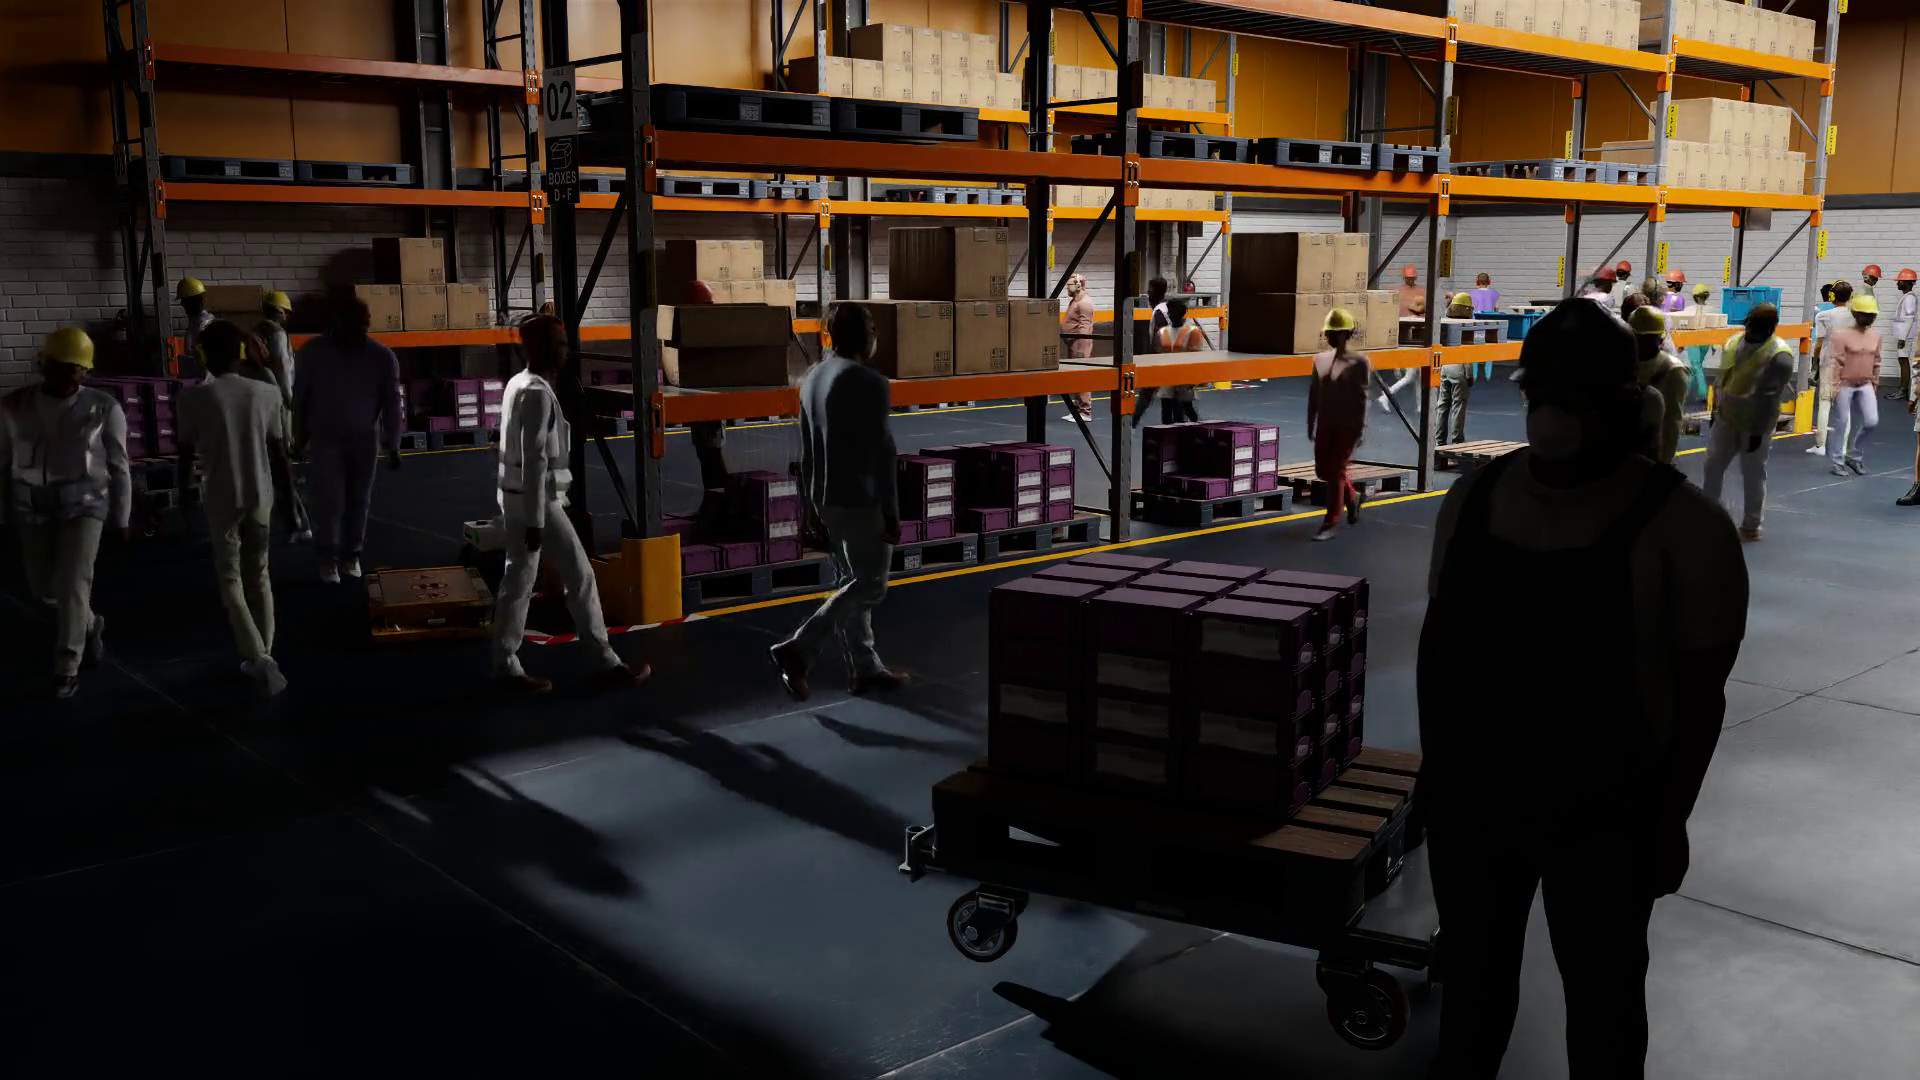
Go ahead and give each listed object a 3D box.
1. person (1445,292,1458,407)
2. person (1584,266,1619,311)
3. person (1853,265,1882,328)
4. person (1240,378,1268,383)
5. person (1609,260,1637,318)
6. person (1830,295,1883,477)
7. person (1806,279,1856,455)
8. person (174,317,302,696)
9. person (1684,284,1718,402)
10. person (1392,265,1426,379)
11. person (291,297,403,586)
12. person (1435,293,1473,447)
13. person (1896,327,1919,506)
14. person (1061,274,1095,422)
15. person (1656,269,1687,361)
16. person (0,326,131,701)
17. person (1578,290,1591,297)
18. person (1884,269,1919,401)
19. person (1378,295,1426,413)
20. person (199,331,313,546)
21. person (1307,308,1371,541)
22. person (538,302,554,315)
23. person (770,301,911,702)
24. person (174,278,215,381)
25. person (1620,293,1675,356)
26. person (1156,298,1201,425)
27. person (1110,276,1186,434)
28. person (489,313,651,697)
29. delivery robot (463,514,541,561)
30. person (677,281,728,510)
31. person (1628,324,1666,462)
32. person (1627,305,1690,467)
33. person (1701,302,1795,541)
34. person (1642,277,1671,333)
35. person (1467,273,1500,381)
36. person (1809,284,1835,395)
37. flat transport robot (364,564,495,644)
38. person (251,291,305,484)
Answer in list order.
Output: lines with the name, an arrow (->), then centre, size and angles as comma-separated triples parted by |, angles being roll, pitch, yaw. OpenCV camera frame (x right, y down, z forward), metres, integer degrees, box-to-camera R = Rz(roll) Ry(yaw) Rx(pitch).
person -> 6.971, -2.693, 23.563 | 0.331, 1.621, 0.602 | 2, 10, 10
person -> 7.951, -2.404, 20.750 | 0.870, 1.990, 0.627 | -3, 10, -20
person -> 14.435, -3.388, 26.540 | 0.401, 1.984, 0.612 | 7, 12, 37
person -> 4.959, -3.595, 27.982 | 0.640, 1.909, 0.407 | 1, 10, 5
person -> 11.433, -3.802, 28.777 | 0.361, 2.048, 0.611 | -6, 12, -33
person -> 8.607, -1.473, 16.011 | 0.539, 1.749, 0.403 | -1, 10, -3
person -> 9.347, -1.835, 17.772 | 0.513, 1.876, 0.328 | 1, 10, 5
person -> -3.473, -0.154, 8.063 | 0.580, 1.844, 0.745 | -8, 13, -40
person -> 10.812, -2.890, 24.415 | 0.526, 1.714, 0.948 | -1, 10, -7
person -> 7.668, -3.709, 28.443 | 0.638, 1.972, 0.440 | 1, 10, 3
person -> -3.981, -0.643, 10.833 | 0.670, 1.860, 0.658 | -4, 11, -24
person -> 5.339, -1.779, 17.848 | 0.307, 1.736, 0.484 | -5, 11, -27
person -> 8.253, -1.224, 13.994 | 0.350, 1.942, 0.547 | -6, 11, -31
person -> 1.502, -2.461, 21.380 | 0.402, 1.901, 0.647 | -1, 10, -8
person -> 10.099, -2.869, 23.640 | 0.356, 1.937, 0.552 | -3, 10, -18
person -> -4.408, -0.154, 8.193 | 0.602, 1.786, 0.781 | -1, 10, -9
person -> 9.765, -3.158, 26.300 | 0.827, 1.603, 0.517 | 0, 10, -1
person -> 13.894, -3.019, 24.511 | 0.364, 1.939, 0.542 | 5, 11, 28
person -> 6.077, -2.506, 22.491 | 0.762, 1.608, 0.509 | 1, 10, 4
person -> -5.114, -0.709, 12.026 | 0.882, 1.584, 0.517 | -9, 13, -42
person -> 2.893, -0.878, 12.566 | 0.680, 1.744, 0.529 | -8, 13, -41
person -> -4.488, -1.789, 18.233 | 0.498, 1.629, 0.276 | 9, 13, 43
person -> -0.566, -0.164, 7.861 | 0.747, 1.924, 0.639 | -7, 12, -34
person -> -7.222, -1.528, 15.843 | 0.378, 1.918, 0.585 | -4, 10, -22
person -> 5.221, -0.998, 12.983 | 0.624, 1.838, 0.430 | 5, 11, 25
person -> 2.380, -1.792, 18.067 | 0.538, 1.680, 0.641 | 6, 11, 32
person -> 2.243, -2.142, 19.539 | 0.971, 1.874, 0.625 | 1, 10, 9
person -> -1.913, -0.165, 8.065 | 0.886, 1.848, 0.578 | -5, 11, -27
delivery robot -> -2.828, -0.027, 10.767 | 0.707, 0.478, 0.477 | -6, 11, -29
person -> -2.006, -1.042, 12.952 | 0.377, 1.932, 0.552 | -6, 11, -29
person -> 3.277, -0.189, 8.318 | 0.857, 1.818, 0.518 | -8, 13, -39
person -> 4.273, -0.576, 10.573 | 0.699, 1.806, 0.617 | -5, 11, -25
person -> 5.774, -0.851, 12.271 | 0.570, 1.798, 0.709 | -5, 11, -27
person -> 6.432, -1.517, 15.790 | 0.570, 1.925, 0.671 | -3, 10, -16
person -> 8.861, -3.607, 28.239 | 0.567, 1.839, 0.377 | 0, 10, -3
person -> 13.275, -3.075, 25.550 | 0.540, 1.695, 0.317 | 2, 10, 10
flat transport robot -> -3.102, 0.348, 9.678 | 0.652, 0.197, 1.431 | -4, 10, -21
person -> -6.406, -1.409, 15.508 | 0.515, 1.799, 0.668 | -10, 14, -44
